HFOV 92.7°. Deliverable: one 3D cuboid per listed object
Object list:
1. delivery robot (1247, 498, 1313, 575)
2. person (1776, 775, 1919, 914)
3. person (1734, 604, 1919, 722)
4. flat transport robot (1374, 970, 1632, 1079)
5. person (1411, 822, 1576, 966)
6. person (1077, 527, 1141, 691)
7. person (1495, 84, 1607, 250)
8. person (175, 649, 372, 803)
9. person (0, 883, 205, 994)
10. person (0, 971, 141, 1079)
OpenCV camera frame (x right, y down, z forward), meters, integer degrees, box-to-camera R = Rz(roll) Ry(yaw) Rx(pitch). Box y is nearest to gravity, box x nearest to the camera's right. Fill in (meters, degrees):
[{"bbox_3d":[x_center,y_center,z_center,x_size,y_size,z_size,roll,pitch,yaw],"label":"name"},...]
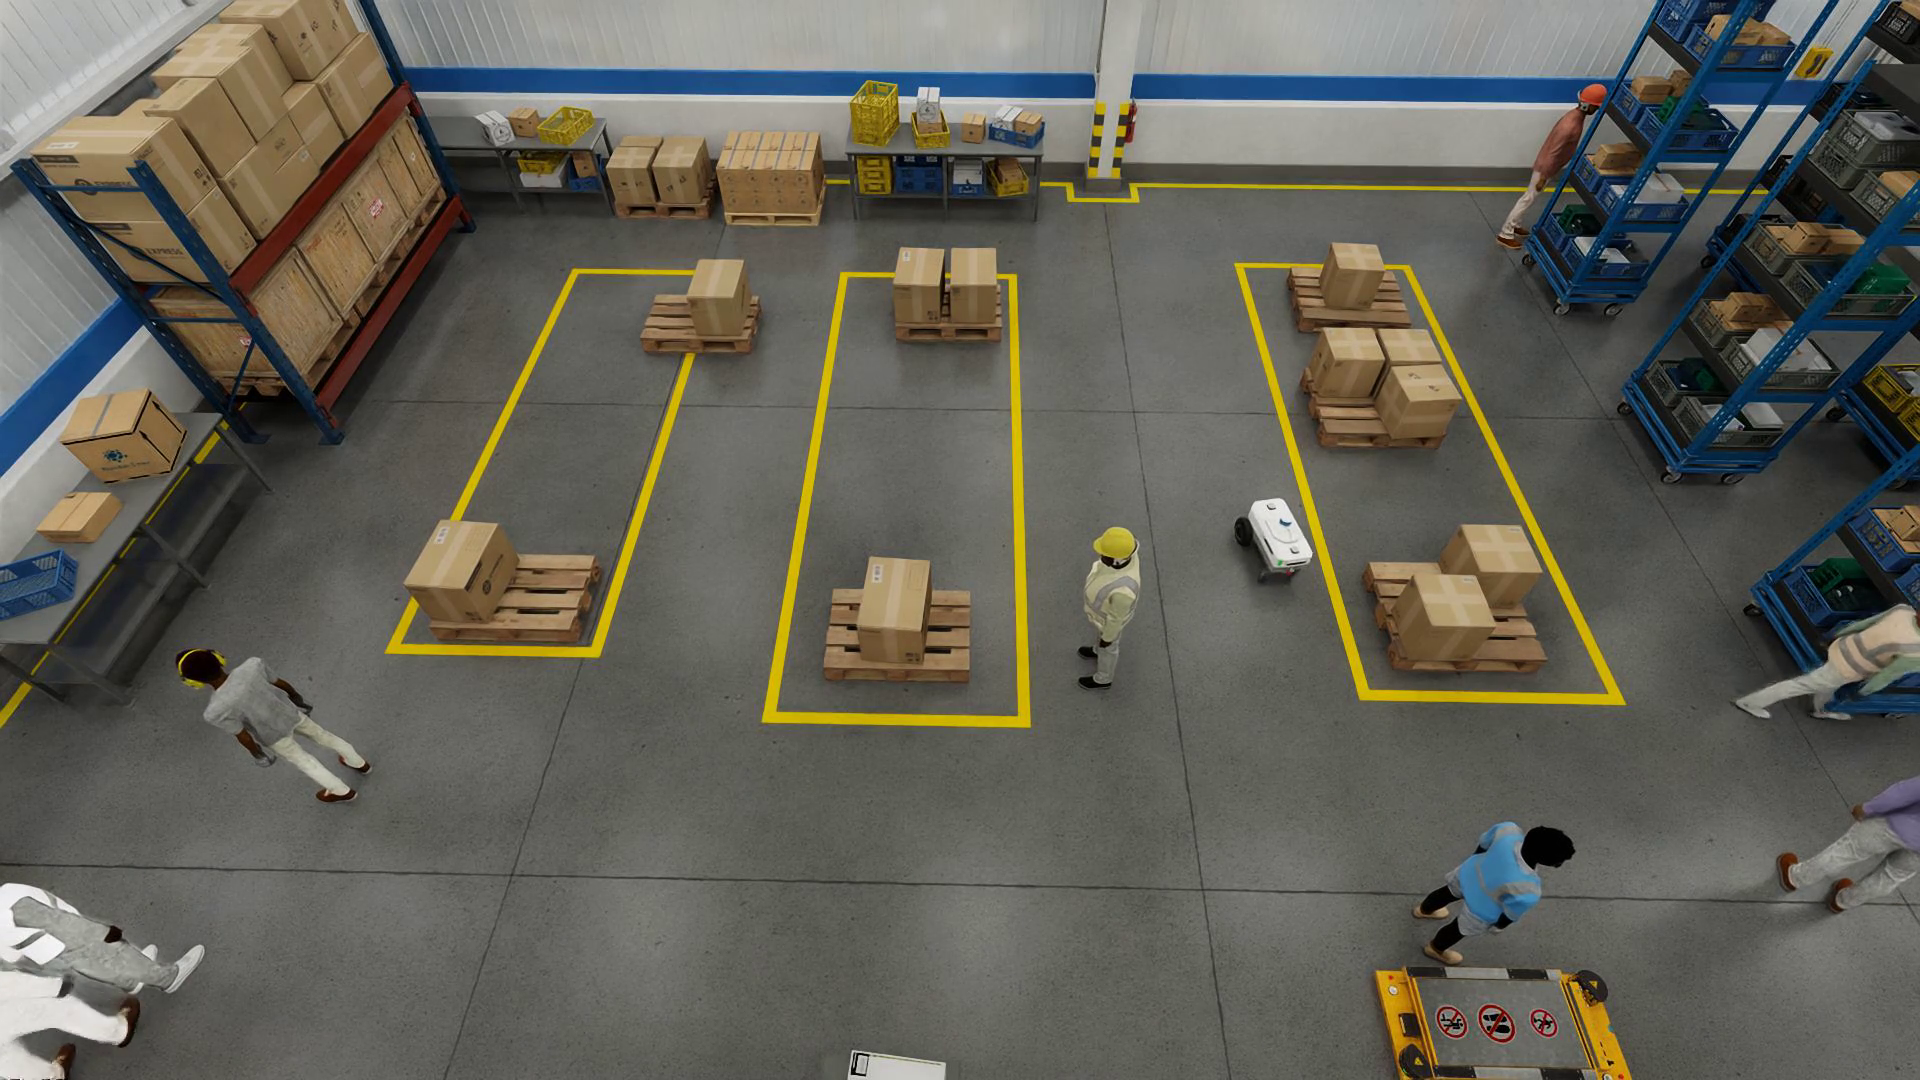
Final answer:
[{"bbox_3d":[2.882,-0.040,8.261,0.477,0.478,0.707,-8,51,-7],"label":"delivery robot"},{"bbox_3d":[6.169,1.879,5.882,0.644,1.927,0.386,27,56,20],"label":"person"},{"bbox_3d":[6.721,0.953,6.846,0.817,1.580,0.535,19,53,15],"label":"person"},{"bbox_3d":[3.501,3.133,5.914,1.431,0.197,0.652,1,51,1],"label":"flat transport robot"},{"bbox_3d":[3.303,2.206,5.756,0.321,1.695,0.530,4,51,3],"label":"person"},{"bbox_3d":[1.134,0.524,7.047,0.403,1.824,0.593,3,51,2],"label":"person"},{"bbox_3d":[7.118,-4.476,11.023,0.415,1.985,0.610,31,57,23],"label":"person"},{"bbox_3d":[-4.757,1.305,6.385,0.328,1.865,0.521,8,51,7],"label":"person"},{"bbox_3d":[-5.435,2.354,5.494,0.600,1.917,0.377,1,51,1],"label":"person"},{"bbox_3d":[-5.558,2.713,5.234,0.693,1.869,0.449,-18,53,-14],"label":"person"}]
